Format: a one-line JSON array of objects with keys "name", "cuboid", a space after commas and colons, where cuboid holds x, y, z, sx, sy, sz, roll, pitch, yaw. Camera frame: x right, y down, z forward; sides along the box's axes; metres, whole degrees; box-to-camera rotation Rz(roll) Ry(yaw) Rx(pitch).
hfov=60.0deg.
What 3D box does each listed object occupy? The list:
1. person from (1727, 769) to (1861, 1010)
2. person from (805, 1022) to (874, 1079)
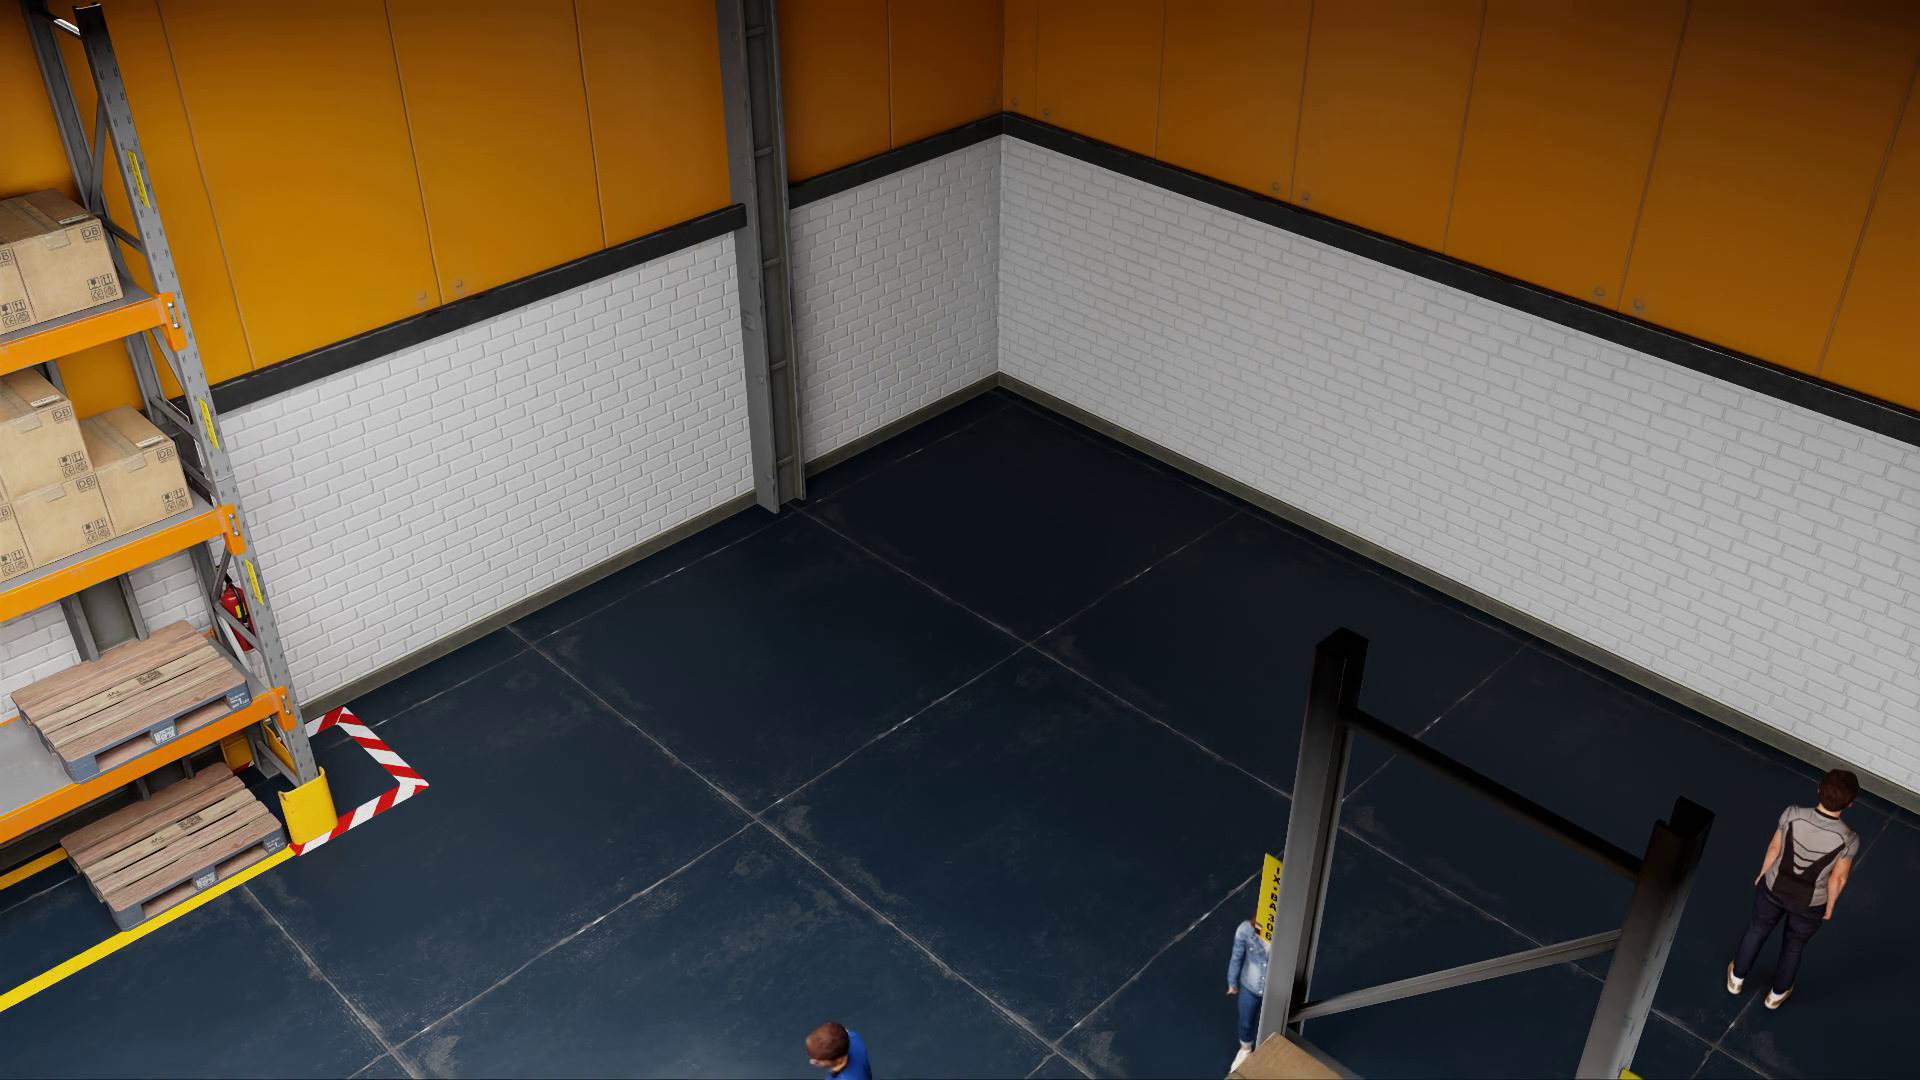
[{"name": "person", "cuboid": [5.264, 2.198, 10.470, 0.657, 1.894, 0.601, 23, 40, 30]}, {"name": "person", "cuboid": [-0.517, 3.217, 9.000, 0.906, 1.823, 0.856, 0, 34, 0]}]
